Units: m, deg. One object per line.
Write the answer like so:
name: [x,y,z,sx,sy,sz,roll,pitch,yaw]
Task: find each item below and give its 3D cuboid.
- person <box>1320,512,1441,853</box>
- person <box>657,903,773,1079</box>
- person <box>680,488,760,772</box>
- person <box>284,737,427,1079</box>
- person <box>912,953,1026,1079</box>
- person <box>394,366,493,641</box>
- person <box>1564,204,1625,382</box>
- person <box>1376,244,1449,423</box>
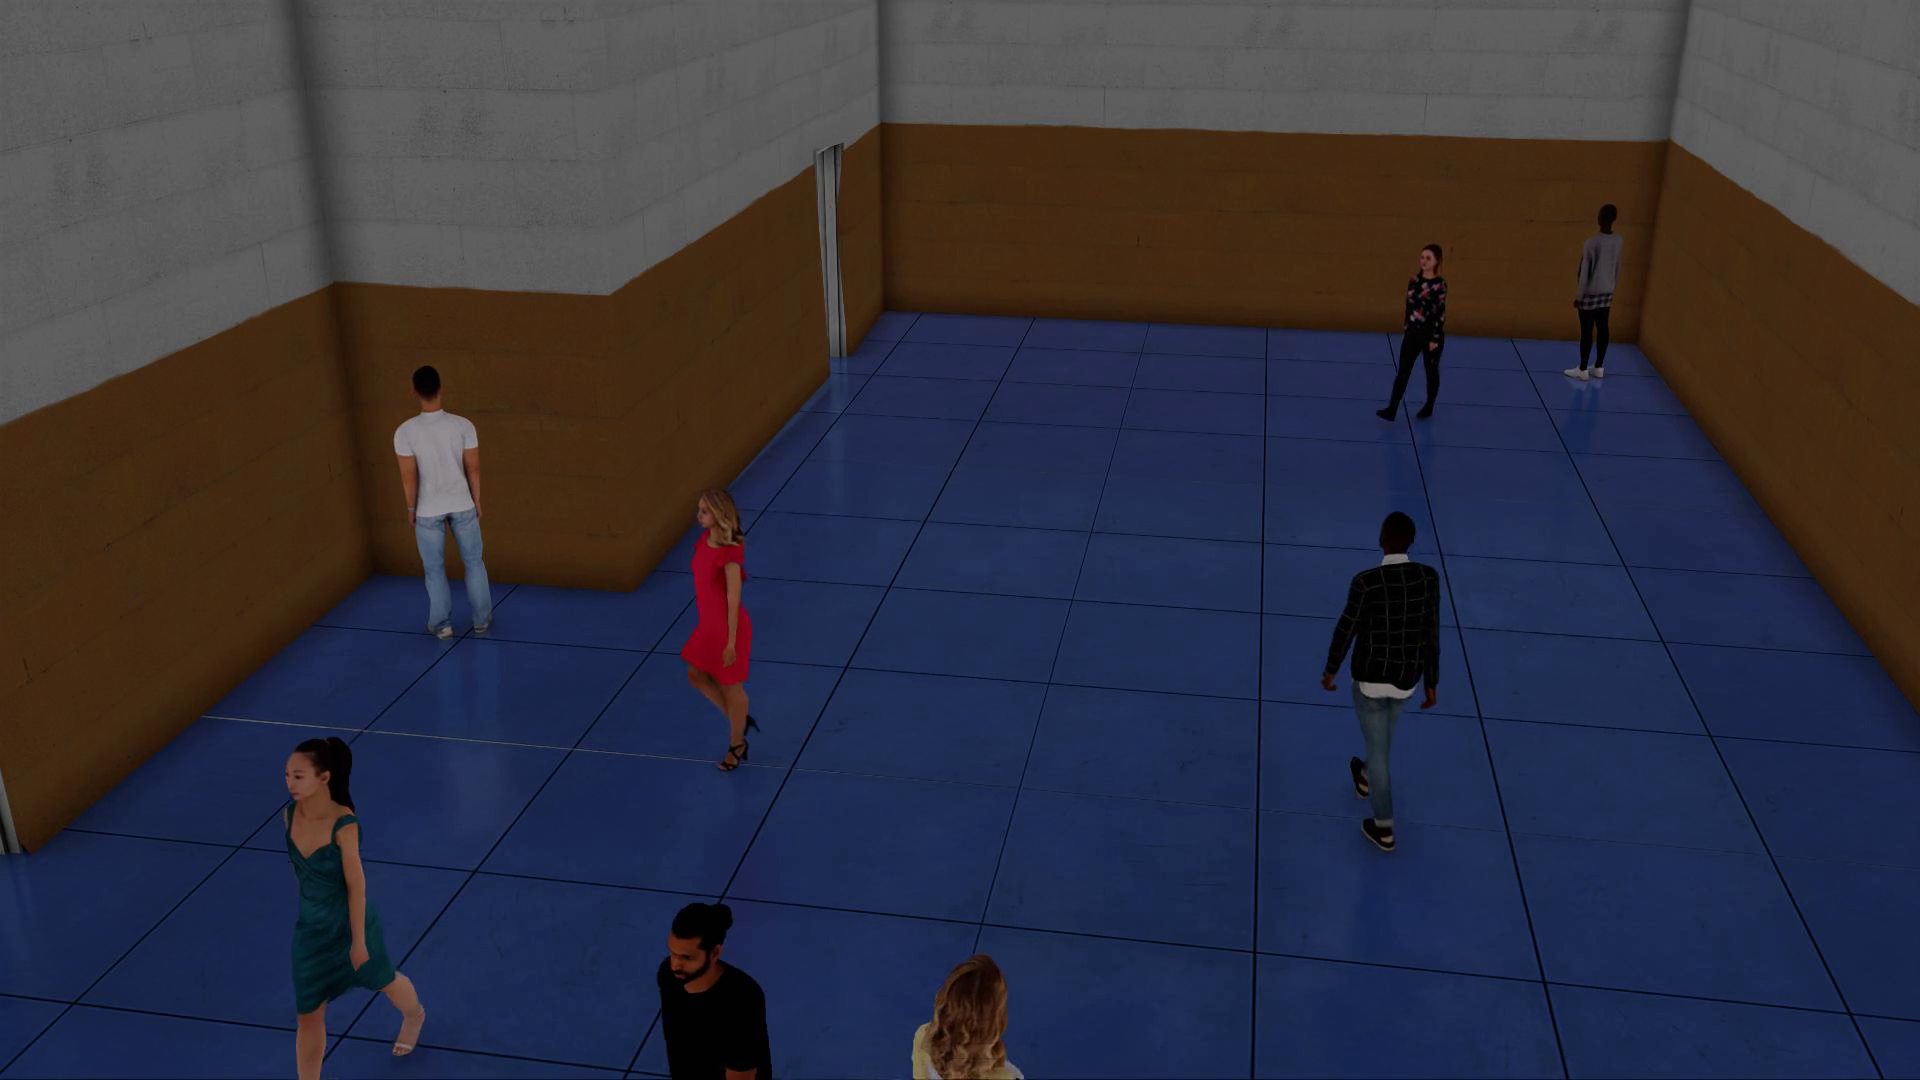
person: [2.238,0.769,8.589,1.075,1.790,0.993,-4,22,-10]
person: [-0.754,1.949,5.745,1.068,1.722,0.925,13,25,29]
person: [-1.261,0.490,9.378,0.798,1.720,0.738,-14,26,-31]
person: [-2.473,1.565,6.810,0.998,1.640,0.787,9,24,22]
person: [-0.018,2.114,5.321,0.884,1.716,0.827,-18,28,-37]
person: [-3.410,-0.240,11.003,0.714,1.863,0.819,-10,24,-23]
person: [6.419,-2.493,16.733,0.643,1.771,0.756,-8,23,-19]
person: [4.355,-1.905,15.429,1.008,1.653,1.005,-19,29,-39]
